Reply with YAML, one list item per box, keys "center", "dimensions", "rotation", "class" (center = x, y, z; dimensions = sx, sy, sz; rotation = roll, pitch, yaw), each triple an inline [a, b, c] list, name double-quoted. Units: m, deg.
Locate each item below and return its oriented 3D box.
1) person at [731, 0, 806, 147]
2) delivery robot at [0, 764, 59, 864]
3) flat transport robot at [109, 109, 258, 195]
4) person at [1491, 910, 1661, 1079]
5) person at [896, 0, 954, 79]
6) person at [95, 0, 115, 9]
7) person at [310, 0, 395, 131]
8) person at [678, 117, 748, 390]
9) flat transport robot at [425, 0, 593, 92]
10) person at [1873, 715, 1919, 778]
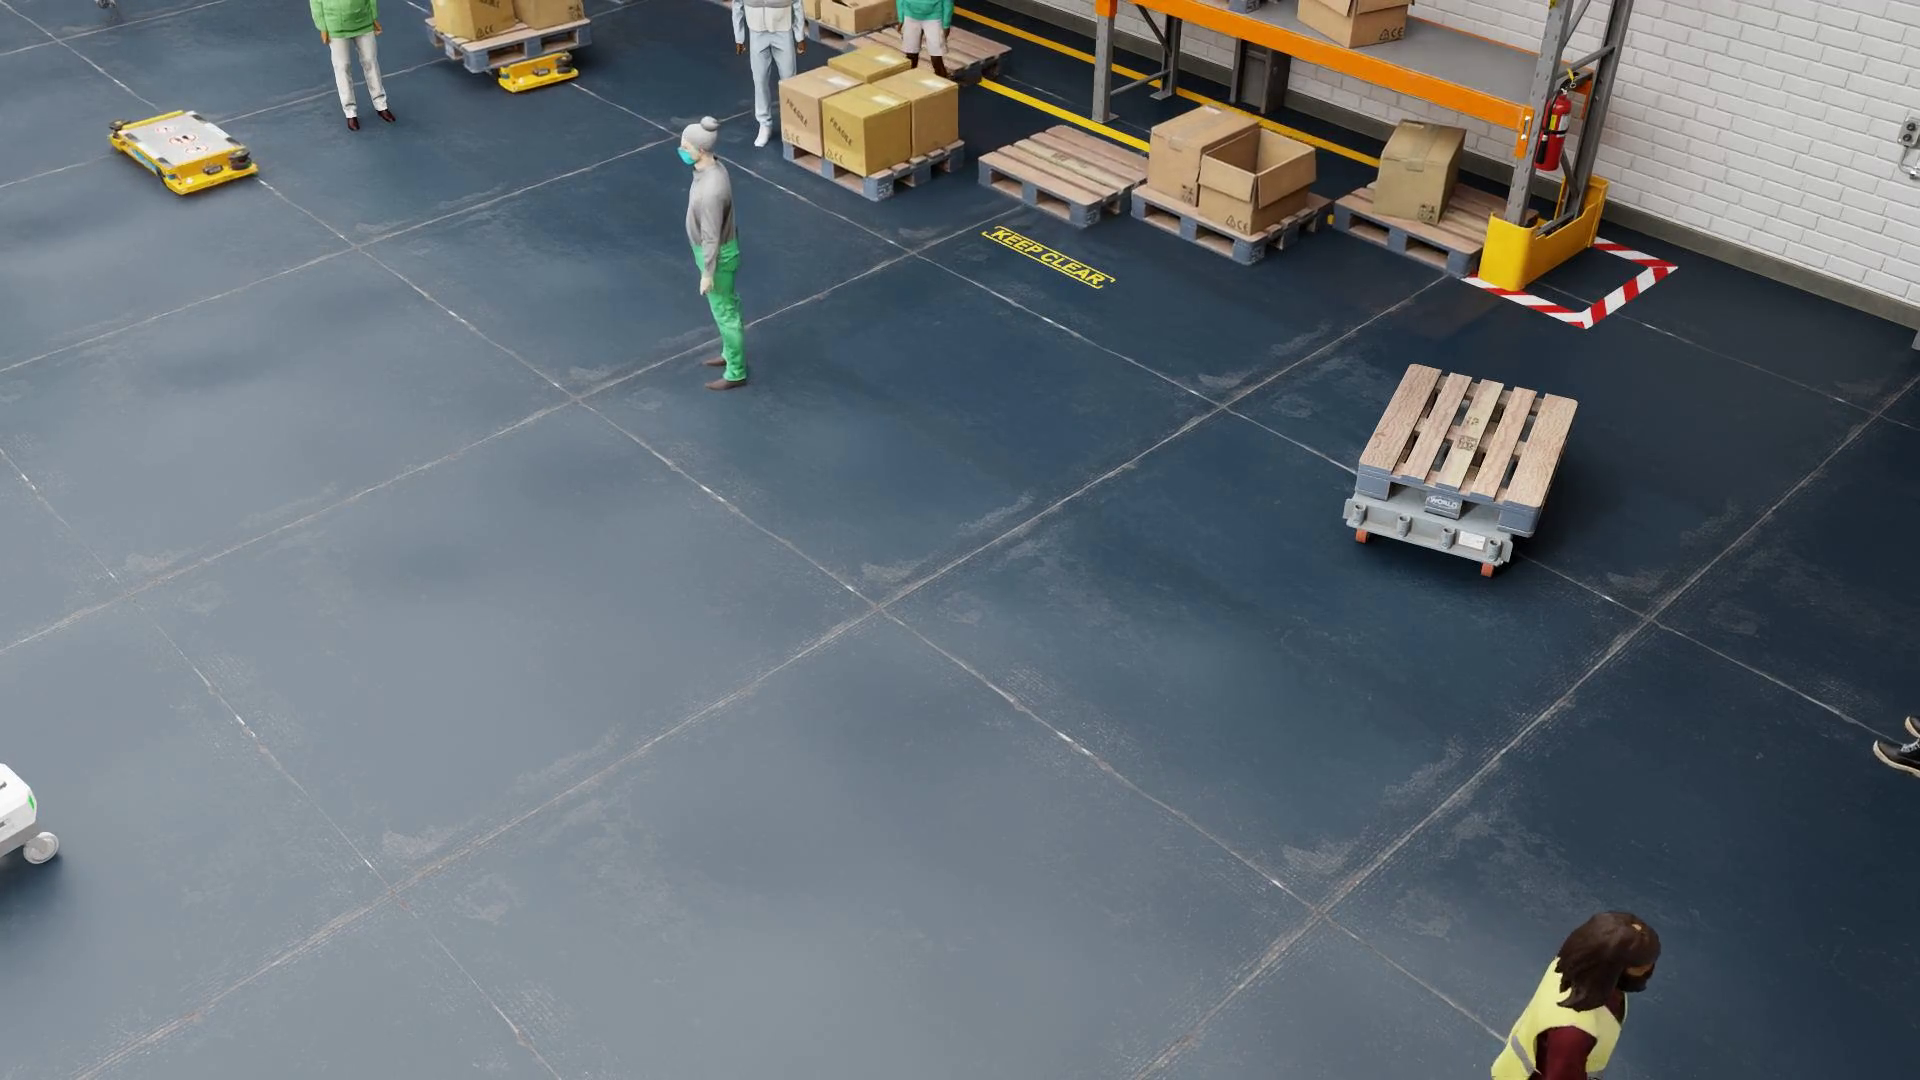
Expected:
- center: [-1.572, -4.191, 13.727]
  dimensions: [0.595, 1.908, 0.408]
  rotation: [0, 37, 0]
  class: "person"
- center: [-4.561, 1.387, 7.476]
  dimensions: [0.499, 0.614, 0.791]
  rotation: [26, 44, 30]
  class: "delivery robot"
- center: [-6.483, -3.257, 13.845]
  dimensions: [0.659, 0.231, 1.431]
  rotation: [-30, 46, -33]
  class: "flat transport robot"
- center: [2.086, 1.904, 5.777]
  dimensions: [0.441, 1.769, 0.485]
  rotation: [23, 43, 27]
  class: "person"
- center: [-0.287, -4.449, 14.121]
  dimensions: [0.504, 1.843, 0.393]
  rotation: [11, 39, 15]
  class: "person"
- center: [-8.665, -6.197, 16.284]
  dimensions: [0.628, 2.024, 0.630]
  rotation: [-27, 45, -31]
  class: "person"
- center: [-5.184, -4.387, 14.086]
  dimensions: [0.549, 1.783, 0.384]
  rotation: [-22, 42, -26]
  class: "person"
- center: [-1.569, -1.835, 10.661]
  dimensions: [0.330, 1.840, 0.526]
  rotation: [-5, 37, -6]
  class: "person"
- center: [-4.193, -4.546, 15.552]
  dimensions: [0.659, 0.231, 1.431]
  rotation: [-25, 44, -29]
  class: "flat transport robot"
- center: [4.822, 0.286, 7.758]
  dimensions: [0.620, 1.952, 0.400]
  rotation: [-23, 43, -28]
  class: "person"
